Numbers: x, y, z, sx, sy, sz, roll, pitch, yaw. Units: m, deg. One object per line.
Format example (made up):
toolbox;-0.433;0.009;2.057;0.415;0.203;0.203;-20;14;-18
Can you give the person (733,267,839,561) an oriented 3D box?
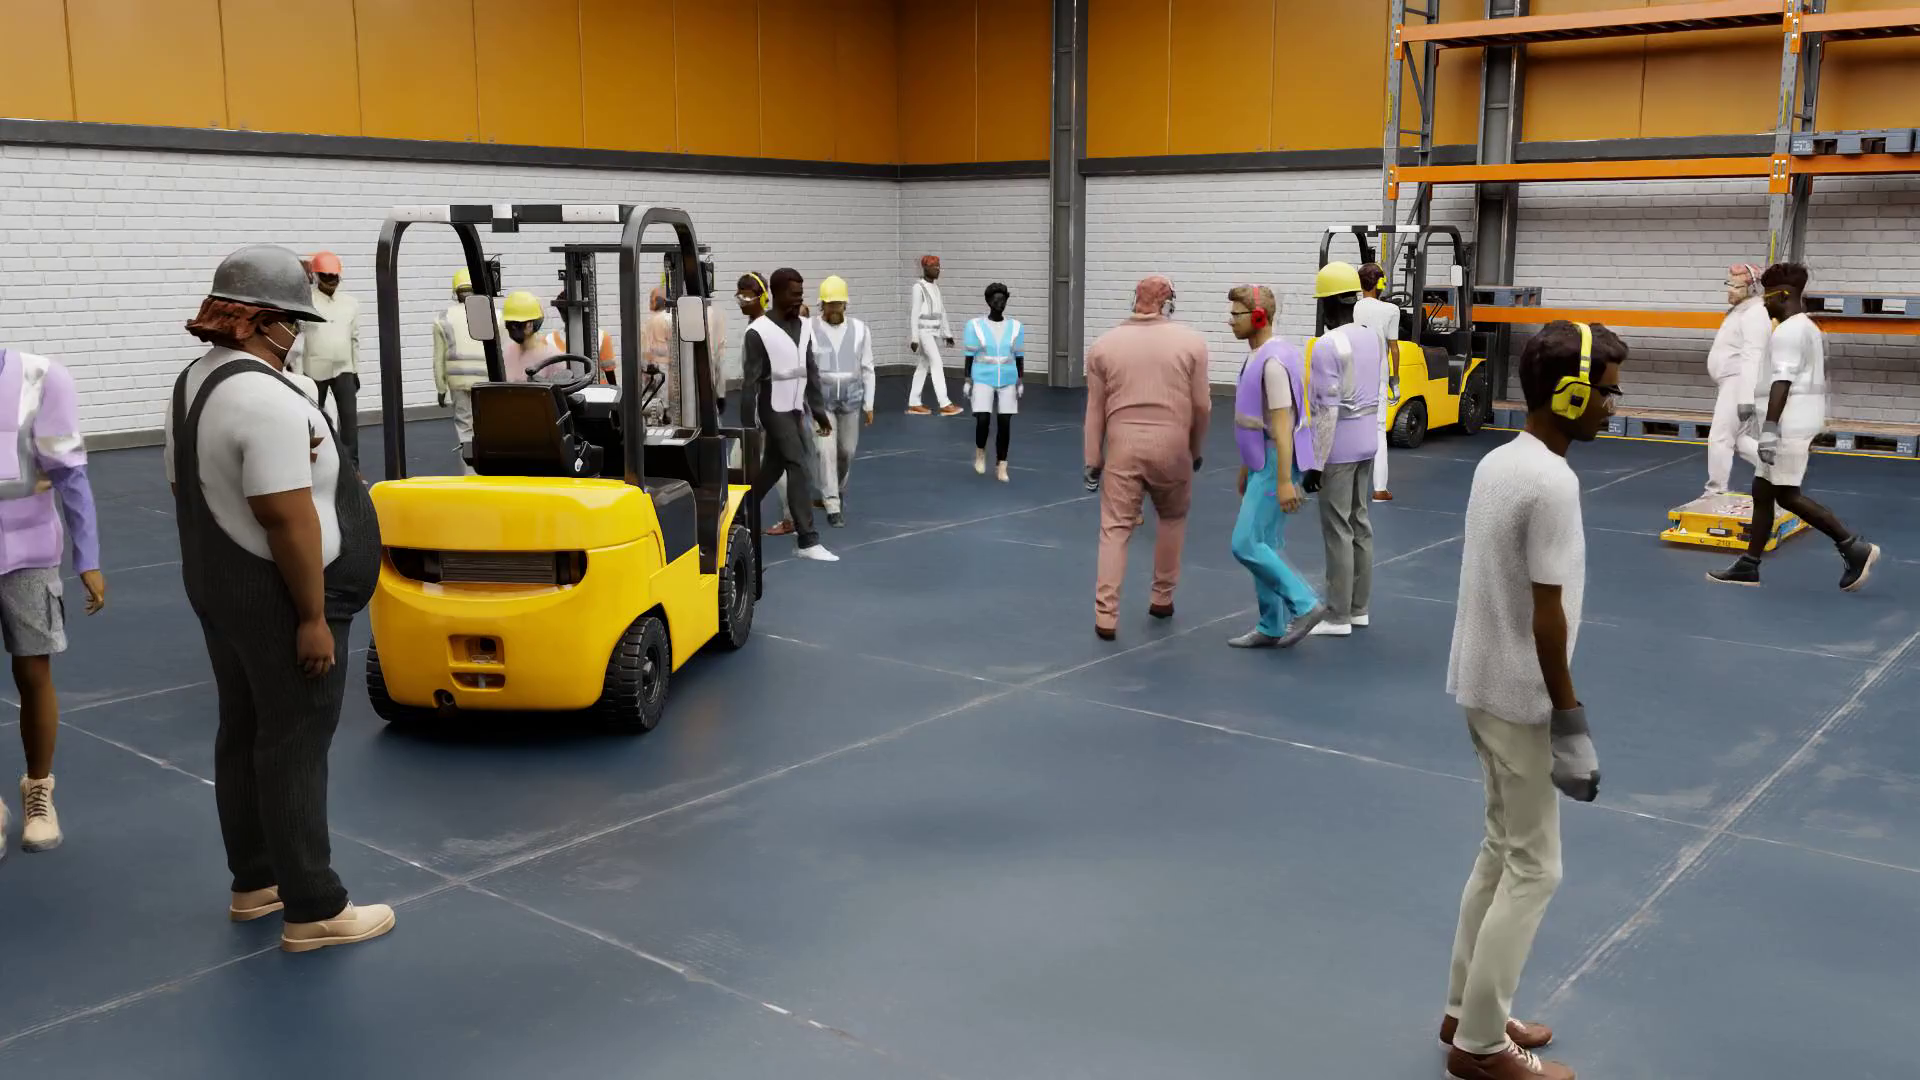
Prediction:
person;-1.202;-0.820;10.777;0.974;1.878;0.578;5;11;24

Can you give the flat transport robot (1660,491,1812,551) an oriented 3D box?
flat transport robot;5.356;-0.143;11.397;0.652;0.197;1.431;8;13;38

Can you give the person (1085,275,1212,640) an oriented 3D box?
person;0.983;-0.437;8.672;0.654;1.842;0.851;3;11;16

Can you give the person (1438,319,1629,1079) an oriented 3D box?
person;1.356;0.403;3.994;0.385;1.852;0.549;0;10;3

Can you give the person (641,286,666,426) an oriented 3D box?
person;-2.655;-1.502;15.224;0.707;1.611;0.516;-2;10;-13

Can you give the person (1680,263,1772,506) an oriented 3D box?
person;5.839;-1.109;12.317;0.747;1.870;0.674;4;11;20

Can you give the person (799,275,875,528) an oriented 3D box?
person;-0.922;-1.027;12.107;0.600;1.794;0.871;-3;11;-16

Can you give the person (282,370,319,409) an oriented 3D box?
person;-3.363;-0.266;8.055;0.530;1.730;0.856;-2;10;-9

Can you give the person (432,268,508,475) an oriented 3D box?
person;-3.897;-1.259;13.307;0.608;1.810;0.433;-3;11;-14

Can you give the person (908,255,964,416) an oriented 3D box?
person;-0.252;-2.363;19.306;0.872;1.849;0.597;4;11;20

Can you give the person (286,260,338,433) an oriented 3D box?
person;-6.324;-1.788;16.159;0.429;1.841;0.634;3;11;18

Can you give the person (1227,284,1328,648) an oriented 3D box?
person;1.508;-0.333;8.149;0.442;1.820;0.630;0;10;0

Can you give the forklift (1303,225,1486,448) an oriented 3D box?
forklift;4.449;-2.115;16.993;1.214;2.155;2.313;8;13;38

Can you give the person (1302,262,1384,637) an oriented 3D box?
person;1.947;-0.459;8.569;0.384;1.924;0.589;8;13;39

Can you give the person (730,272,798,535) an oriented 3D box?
person;-1.455;-0.903;11.315;0.866;1.818;0.594;-4;11;-23

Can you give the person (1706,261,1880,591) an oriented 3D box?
person;4.893;-0.645;9.632;0.849;1.922;0.674;7;12;35

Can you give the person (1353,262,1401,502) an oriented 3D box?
person;3.177;-1.223;12.969;0.519;1.865;0.327;4;11;21

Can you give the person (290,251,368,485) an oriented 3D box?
person;-5.365;-1.446;13.983;0.978;1.957;0.630;10;14;44

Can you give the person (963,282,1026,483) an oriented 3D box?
person;0.293;-1.319;13.982;0.551;1.684;0.380;-2;10;-13

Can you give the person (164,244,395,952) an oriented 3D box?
person;-1.962;0.153;4.852;0.677;2.000;0.536;10;14;44

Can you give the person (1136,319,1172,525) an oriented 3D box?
person;1.337;-0.840;11.614;0.505;1.591;0.879;0;10;-1

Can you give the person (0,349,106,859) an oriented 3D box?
person;-3.140;0.068;5.407;0.636;2.017;0.596;-5;11;-26

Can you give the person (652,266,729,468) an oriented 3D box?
person;-1.920;-1.070;12.028;0.618;1.897;0.728;-8;13;-37

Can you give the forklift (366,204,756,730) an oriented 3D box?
forklift;-1.766;-0.406;7.525;1.214;2.155;2.313;1;10;7

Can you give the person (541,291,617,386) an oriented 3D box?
person;-2.772;-0.978;12.120;0.548;1.670;0.556;-1;10;-4

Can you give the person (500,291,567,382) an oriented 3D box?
person;-2.480;-0.565;9.634;0.528;1.748;0.427;4;11;21

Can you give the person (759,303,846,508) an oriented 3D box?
person;-1.324;-1.004;12.508;0.816;1.592;0.507;0;10;1
